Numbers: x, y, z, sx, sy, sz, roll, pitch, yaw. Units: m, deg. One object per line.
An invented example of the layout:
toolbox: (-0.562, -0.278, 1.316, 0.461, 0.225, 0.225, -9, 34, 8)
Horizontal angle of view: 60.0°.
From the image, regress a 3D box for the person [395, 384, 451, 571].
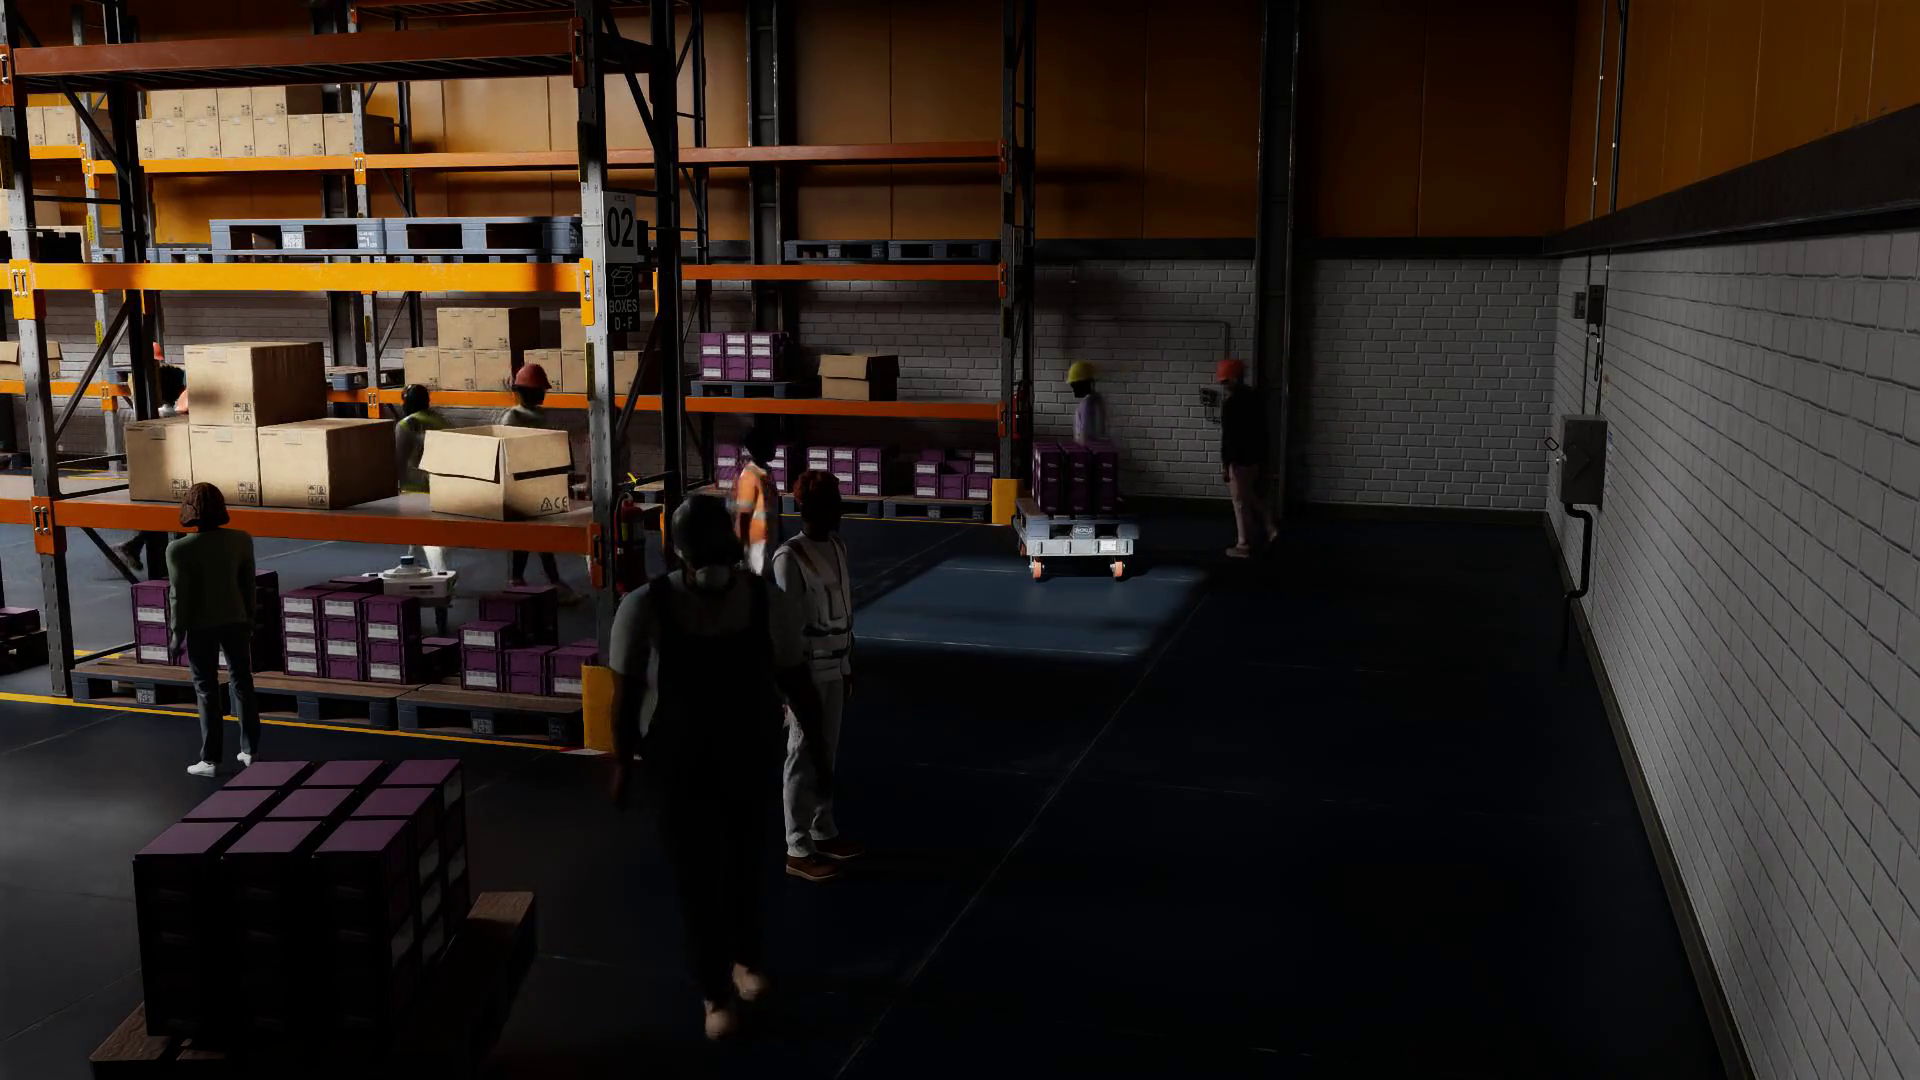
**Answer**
person: (-4.744, -0.432, 14.329, 0.866, 1.810, 0.630, 3, 10, 19)

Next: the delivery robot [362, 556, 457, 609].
delivery robot: (-4.294, 0.370, 12.955, 0.707, 0.478, 0.477, -1, 9, -8)

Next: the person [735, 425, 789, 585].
person: (-1.373, -0.008, 12.136, 0.785, 1.661, 0.545, 1, 9, 3)

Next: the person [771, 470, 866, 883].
person: (-0.652, 0.617, 7.698, 0.355, 1.882, 0.575, 3, 10, 18)

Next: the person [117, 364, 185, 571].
person: (-7.214, -0.621, 15.066, 0.756, 1.943, 0.610, -5, 11, -29)

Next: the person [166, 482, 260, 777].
person: (-4.128, 0.493, 9.212, 0.285, 1.633, 0.497, 7, 12, 36)

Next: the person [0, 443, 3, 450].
person: (-11.058, -1.154, 18.616, 0.394, 1.856, 0.552, -1, 9, -6)

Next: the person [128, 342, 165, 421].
person: (-9.594, -1.388, 19.778, 0.370, 1.928, 0.543, 1, 9, 3)

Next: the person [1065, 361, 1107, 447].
person: (1.287, -0.808, 16.364, 0.518, 1.898, 0.606, 2, 10, 11)

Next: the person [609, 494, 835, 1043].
person: (-0.852, 0.797, 6.121, 0.814, 2.000, 0.762, -4, 10, -22)

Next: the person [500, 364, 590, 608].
person: (-3.408, -0.438, 13.732, 0.884, 2.006, 0.622, 2, 9, 9)

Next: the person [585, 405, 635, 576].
person: (-3.070, -0.390, 14.592, 0.406, 1.623, 0.578, 5, 10, 27)

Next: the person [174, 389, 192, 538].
person: (-5.566, -0.159, 12.243, 0.549, 1.942, 0.347, 5, 11, 30)

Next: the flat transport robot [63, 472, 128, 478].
flat transport robot: (-10.381, -0.715, 20.713, 1.431, 0.197, 0.652, 2, 10, 15)

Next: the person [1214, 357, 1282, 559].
person: (2.737, -0.775, 15.961, 0.562, 1.950, 0.691, 9, 13, 43)
